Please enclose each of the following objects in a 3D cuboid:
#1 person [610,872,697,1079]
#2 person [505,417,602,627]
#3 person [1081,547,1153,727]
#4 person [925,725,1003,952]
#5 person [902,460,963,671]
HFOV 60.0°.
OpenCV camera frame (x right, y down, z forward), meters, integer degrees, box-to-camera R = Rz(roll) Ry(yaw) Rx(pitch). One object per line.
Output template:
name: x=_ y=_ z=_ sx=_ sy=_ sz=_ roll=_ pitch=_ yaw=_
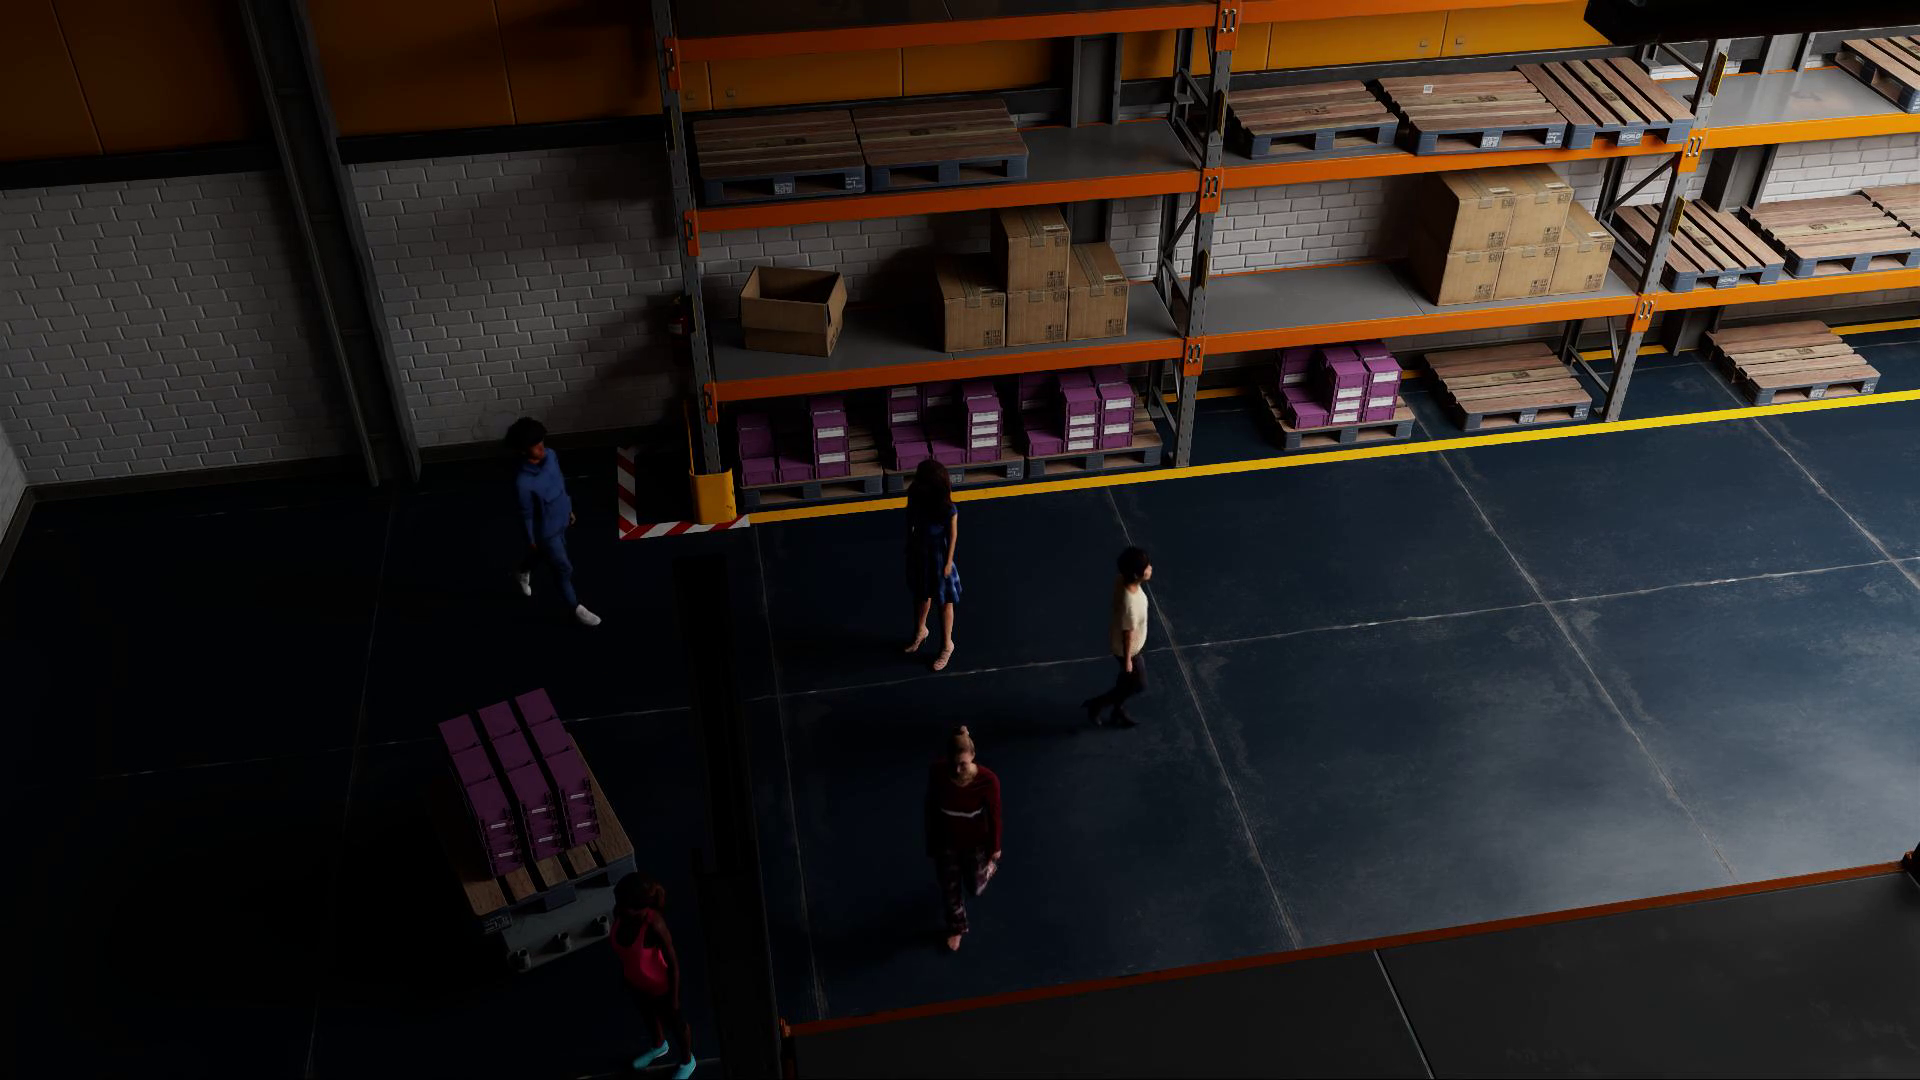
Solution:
person: x=-1.700 y=2.427 z=9.212 sx=0.654 sy=1.723 sz=0.712 roll=24 pitch=44 yaw=27
person: x=-3.155 y=-0.164 z=12.403 sx=1.182 sy=1.789 sz=0.978 roll=11 pitch=40 yaw=13
person: x=1.086 y=0.717 z=11.469 sx=0.734 sy=1.576 sz=0.668 roll=1 pitch=39 yaw=2
person: x=0.030 y=1.756 z=10.085 sx=0.866 sy=1.681 sz=0.871 roll=10 pitch=40 yaw=12
person: x=-0.219 y=0.164 z=11.977 sx=0.752 sy=1.808 sz=0.784 roll=29 pitch=47 yaw=31
